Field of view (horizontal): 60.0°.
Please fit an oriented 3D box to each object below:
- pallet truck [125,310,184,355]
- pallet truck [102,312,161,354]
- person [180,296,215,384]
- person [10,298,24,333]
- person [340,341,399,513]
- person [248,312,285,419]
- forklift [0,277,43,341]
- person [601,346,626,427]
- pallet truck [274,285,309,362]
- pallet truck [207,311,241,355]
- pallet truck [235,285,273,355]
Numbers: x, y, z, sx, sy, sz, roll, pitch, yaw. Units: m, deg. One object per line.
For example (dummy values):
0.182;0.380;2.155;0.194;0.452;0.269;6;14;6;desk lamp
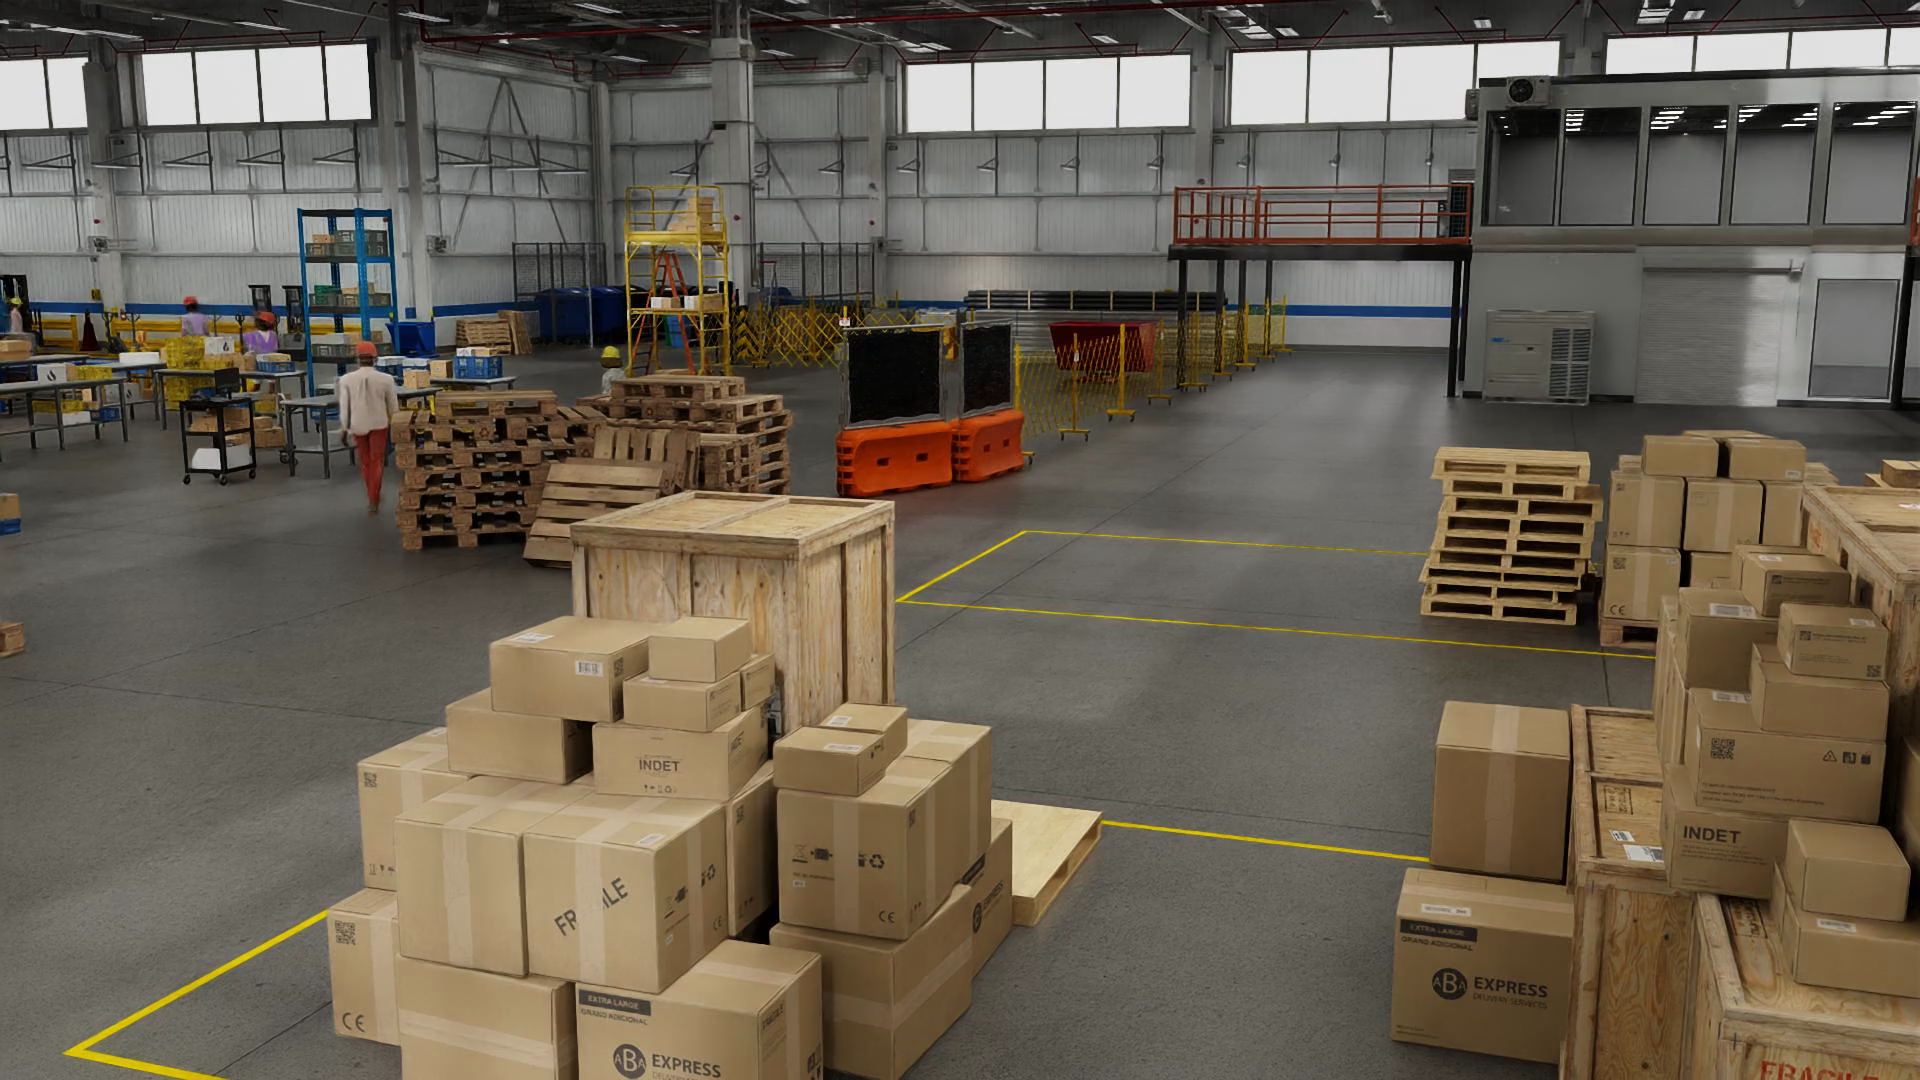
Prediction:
-22.038;-5.665;45.457;0.704;1.261;1.522;3;11;17;pallet truck
-23.057;-5.777;46.261;0.680;1.201;1.601;3;11;19;pallet truck
-15.464;-3.947;33.754;0.874;2.017;0.619;6;11;29;person
-23.043;-5.074;40.870;0.713;1.739;0.543;-3;10;-16;person
-6.734;-1.296;19.002;0.643;1.957;1.017;-2;10;-9;person
-12.165;-3.044;29.090;1.013;1.860;0.621;9;13;41;person
-27.151;-6.329;46.328;1.157;1.987;2.680;3;11;17;forklift
-4.465;-1.619;21.394;0.301;1.743;0.493;3;10;16;person
-17.147;-5.700;43.663;0.823;1.965;1.885;3;11;17;pallet truck
-19.537;-5.575;44.913;0.653;1.274;1.630;3;11;19;pallet truck
-18.327;-5.835;44.421;0.823;1.965;1.885;4;11;23;pallet truck
